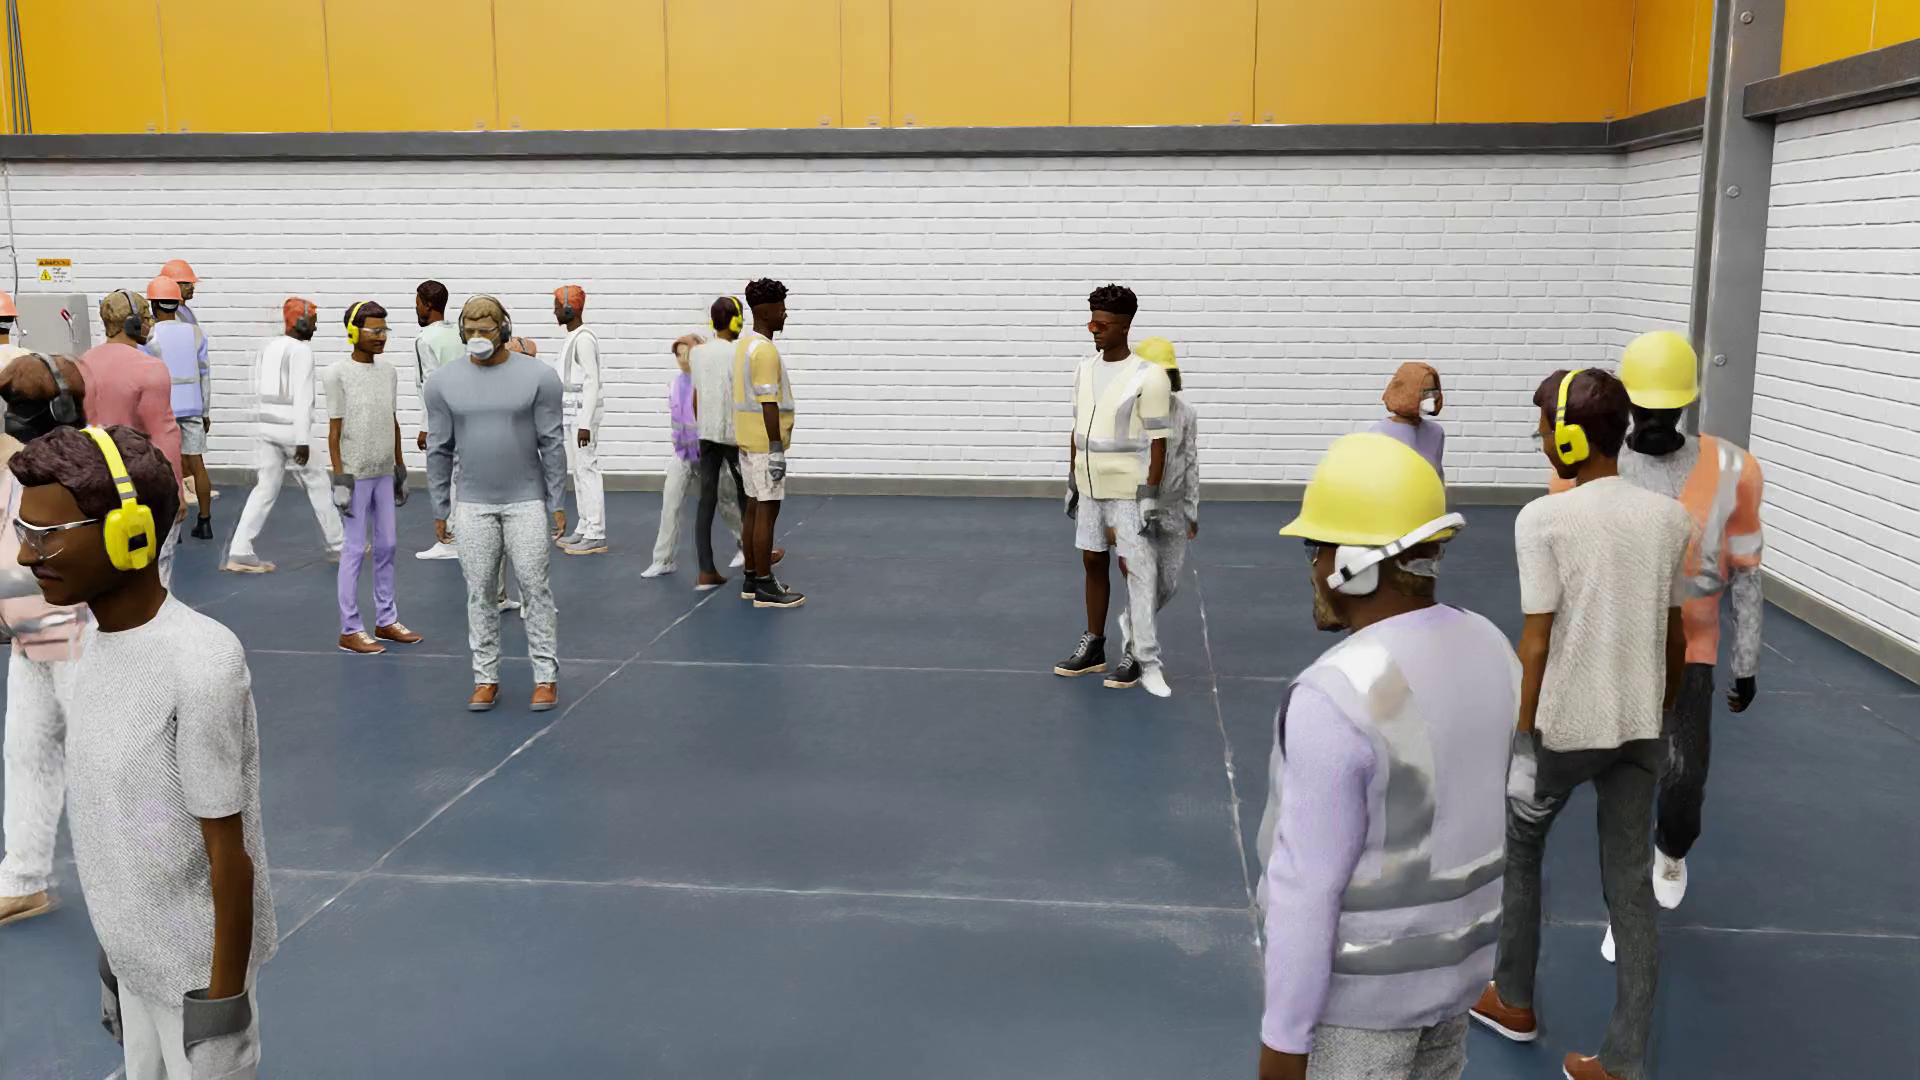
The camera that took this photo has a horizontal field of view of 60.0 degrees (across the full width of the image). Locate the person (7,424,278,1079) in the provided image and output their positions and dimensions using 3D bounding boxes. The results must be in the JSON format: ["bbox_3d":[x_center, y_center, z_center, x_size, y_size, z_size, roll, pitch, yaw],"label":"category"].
[{"bbox_3d":[-1.299,0.735,2.735,0.510,1.861,0.324,9,13,41],"label":"person"}]

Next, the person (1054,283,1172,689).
[{"bbox_3d":[0.745,-0.264,8.134,0.367,1.967,0.603,-9,13,-41],"label":"person"}]

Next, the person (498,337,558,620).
[{"bbox_3d":[-2.570,-0.356,9.637,0.513,1.630,0.318,7,12,34],"label":"person"}]

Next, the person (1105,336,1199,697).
[{"bbox_3d":[0.917,-0.147,8.170,0.492,1.724,0.711,-4,11,-22],"label":"person"}]

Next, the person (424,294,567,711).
[{"bbox_3d":[-2.131,-0.162,7.679,0.635,1.928,0.381,-1,10,-5],"label":"person"}]

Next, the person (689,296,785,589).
[{"bbox_3d":[-1.465,-0.634,10.656,0.542,1.823,0.897,5,11,24],"label":"person"}]

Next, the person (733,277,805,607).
[{"bbox_3d":[-1.163,-0.583,9.959,0.361,1.964,0.613,-4,11,-20],"label":"person"}]

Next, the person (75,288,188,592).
[{"bbox_3d":[-4.055,-0.260,8.191,0.635,1.938,0.359,5,11,25],"label":"person"}]

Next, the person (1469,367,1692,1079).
[{"bbox_3d":[1.565,0.475,4.276,0.571,1.830,0.835,-2,10,-13],"label":"person"}]

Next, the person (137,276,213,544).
[{"bbox_3d":[-5.718,-0.939,12.086,0.358,1.938,0.545,8,12,37],"label":"person"}]

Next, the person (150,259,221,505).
[{"bbox_3d":[-6.498,-1.319,13.956,0.375,2.044,0.605,-1,10,-4],"label":"person"}]

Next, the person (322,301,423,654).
[{"bbox_3d":[-3.134,-0.332,8.836,0.325,1.861,0.516,5,11,26],"label":"person"}]

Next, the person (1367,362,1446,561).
[{"bbox_3d":[2.032,-0.005,7.636,0.501,1.627,0.282,-6,12,-32],"label":"person"}]

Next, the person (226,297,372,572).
[{"bbox_3d":[-4.471,-0.697,11.071,0.621,1.825,0.997,8,13,37],"label":"person"}]

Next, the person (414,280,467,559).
[{"bbox_3d":[-3.574,-0.828,11.503,0.383,1.918,0.597,1,10,5],"label":"person"}]

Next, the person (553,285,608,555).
[{"bbox_3d":[-2.674,-0.842,11.679,0.339,1.882,0.584,-4,11,-22],"label":"person"}]

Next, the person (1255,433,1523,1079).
[{"bbox_3d":[0.706,0.729,2.869,0.598,1.822,0.404,-10,14,-43],"label":"person"}]

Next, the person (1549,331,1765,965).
[{"bbox_3d":[2.065,0.320,4.995,0.617,1.893,0.591,4,11,22],"label":"person"}]

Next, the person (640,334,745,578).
[{"bbox_3d":[-1.700,-0.568,10.978,0.503,1.595,0.855,7,12,34],"label":"person"}]
